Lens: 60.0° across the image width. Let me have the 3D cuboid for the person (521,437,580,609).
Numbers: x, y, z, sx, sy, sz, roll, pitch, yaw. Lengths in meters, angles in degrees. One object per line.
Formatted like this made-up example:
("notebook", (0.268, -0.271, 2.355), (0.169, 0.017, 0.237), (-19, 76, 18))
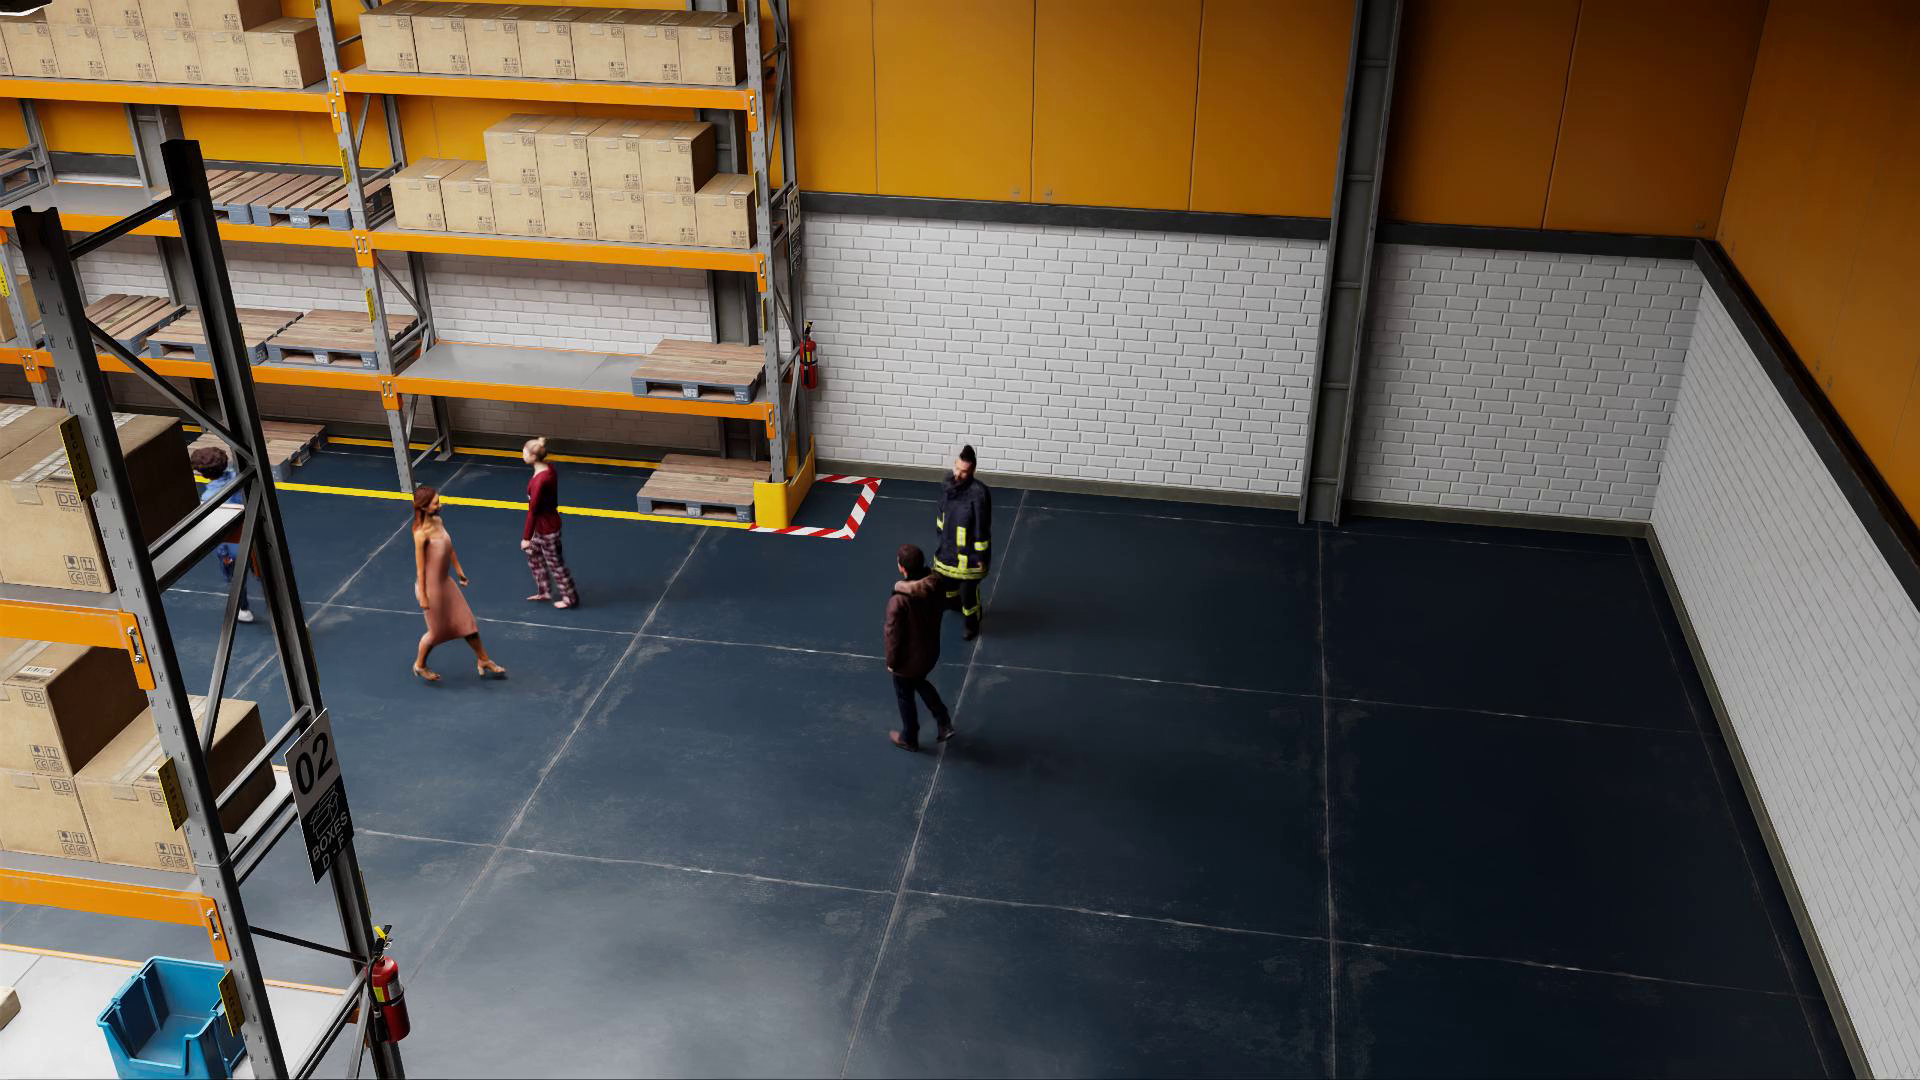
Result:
("person", (-3.595, -0.128, 14.806), (0.813, 1.689, 0.745), (-5, 29, -8))

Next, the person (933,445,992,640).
("person", (0.039, -0.003, 14.423), (1.080, 1.835, 0.994), (-15, 32, -26))

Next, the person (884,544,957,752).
("person", (-0.285, 0.876, 12.810), (1.016, 1.837, 0.954), (22, 35, 34))

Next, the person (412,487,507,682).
("person", (-4.277, 0.412, 13.711), (0.983, 1.789, 0.666), (3, 29, 6))

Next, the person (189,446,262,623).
("person", (-6.213, 0.006, 14.470), (1.166, 1.775, 0.847), (13, 31, 22))
